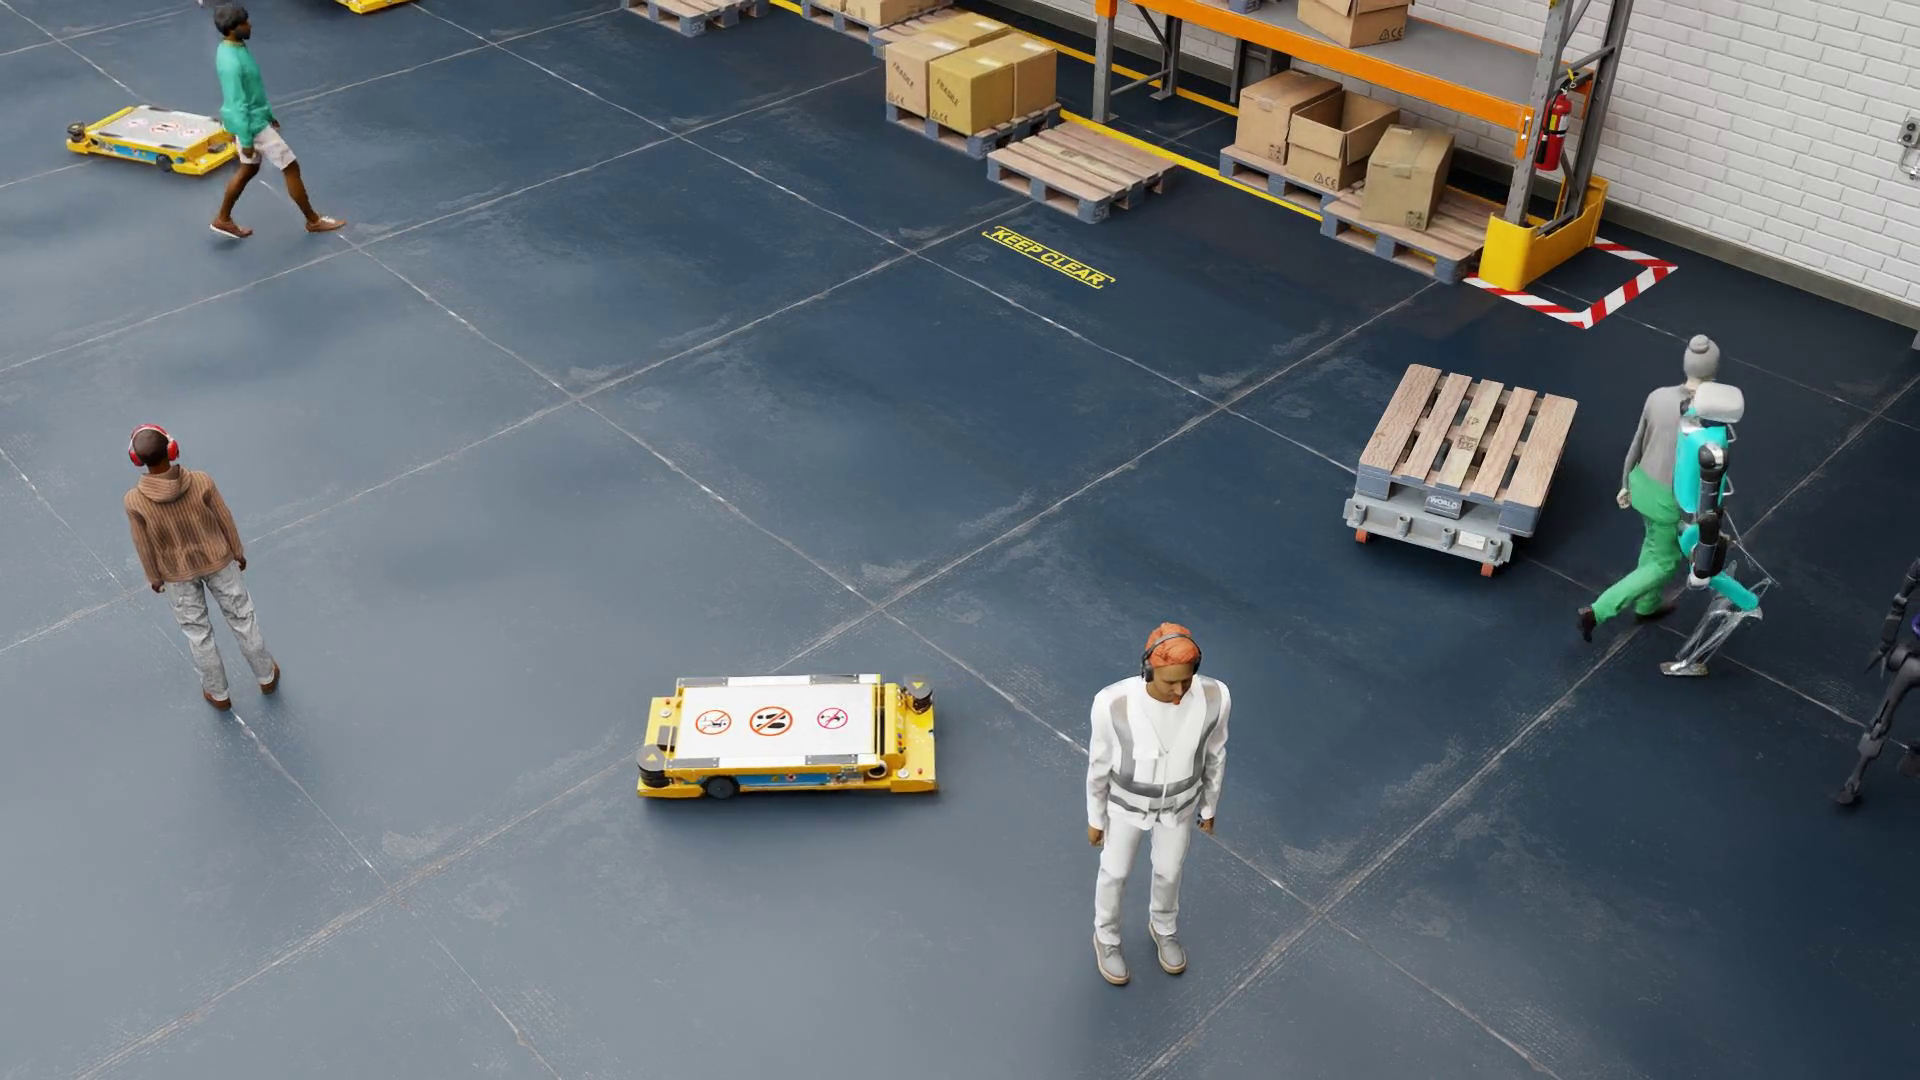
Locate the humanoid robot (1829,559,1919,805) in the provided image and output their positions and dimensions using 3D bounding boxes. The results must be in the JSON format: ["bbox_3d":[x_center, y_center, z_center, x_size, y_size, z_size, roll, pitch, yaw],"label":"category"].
[{"bbox_3d":[4.518,0.570,7.654,0.584,1.623,0.801,30,46,33],"label":"humanoid robot"}]

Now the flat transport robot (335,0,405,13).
[{"bbox_3d":[-6.302,-5.754,17.150,1.431,0.231,0.659,28,45,32],"label":"flat transport robot"}]

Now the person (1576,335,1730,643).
[{"bbox_3d":[3.604,-0.233,8.558,0.739,1.814,0.515,-14,39,-18],"label":"person"}]

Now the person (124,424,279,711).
[{"bbox_3d":[-3.749,0.151,8.186,0.458,1.647,0.327,-20,41,-24],"label":"person"}]

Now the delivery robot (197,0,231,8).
[{"bbox_3d":[-7.689,-5.805,16.990,0.499,0.606,0.808,-14,39,-18],"label":"delivery robot"}]

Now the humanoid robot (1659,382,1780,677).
[{"bbox_3d":[3.810,0.042,8.304,0.766,1.821,0.539,5,37,6],"label":"humanoid robot"}]

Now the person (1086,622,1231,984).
[{"bbox_3d":[0.786,1.080,6.777,0.566,1.876,0.354,-5,37,-6],"label":"person"}]

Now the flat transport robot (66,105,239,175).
[{"bbox_3d":[-6.737,-3.378,14.006,1.431,0.231,0.659,13,39,17],"label":"flat transport robot"}]

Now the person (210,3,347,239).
[{"bbox_3d":[-5.291,-3.085,12.346,0.950,1.807,0.491,-14,39,-18],"label":"person"}]

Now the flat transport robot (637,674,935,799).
[{"bbox_3d":[-0.846,0.971,8.248,1.431,0.231,0.659,-1,37,-2],"label":"flat transport robot"}]
